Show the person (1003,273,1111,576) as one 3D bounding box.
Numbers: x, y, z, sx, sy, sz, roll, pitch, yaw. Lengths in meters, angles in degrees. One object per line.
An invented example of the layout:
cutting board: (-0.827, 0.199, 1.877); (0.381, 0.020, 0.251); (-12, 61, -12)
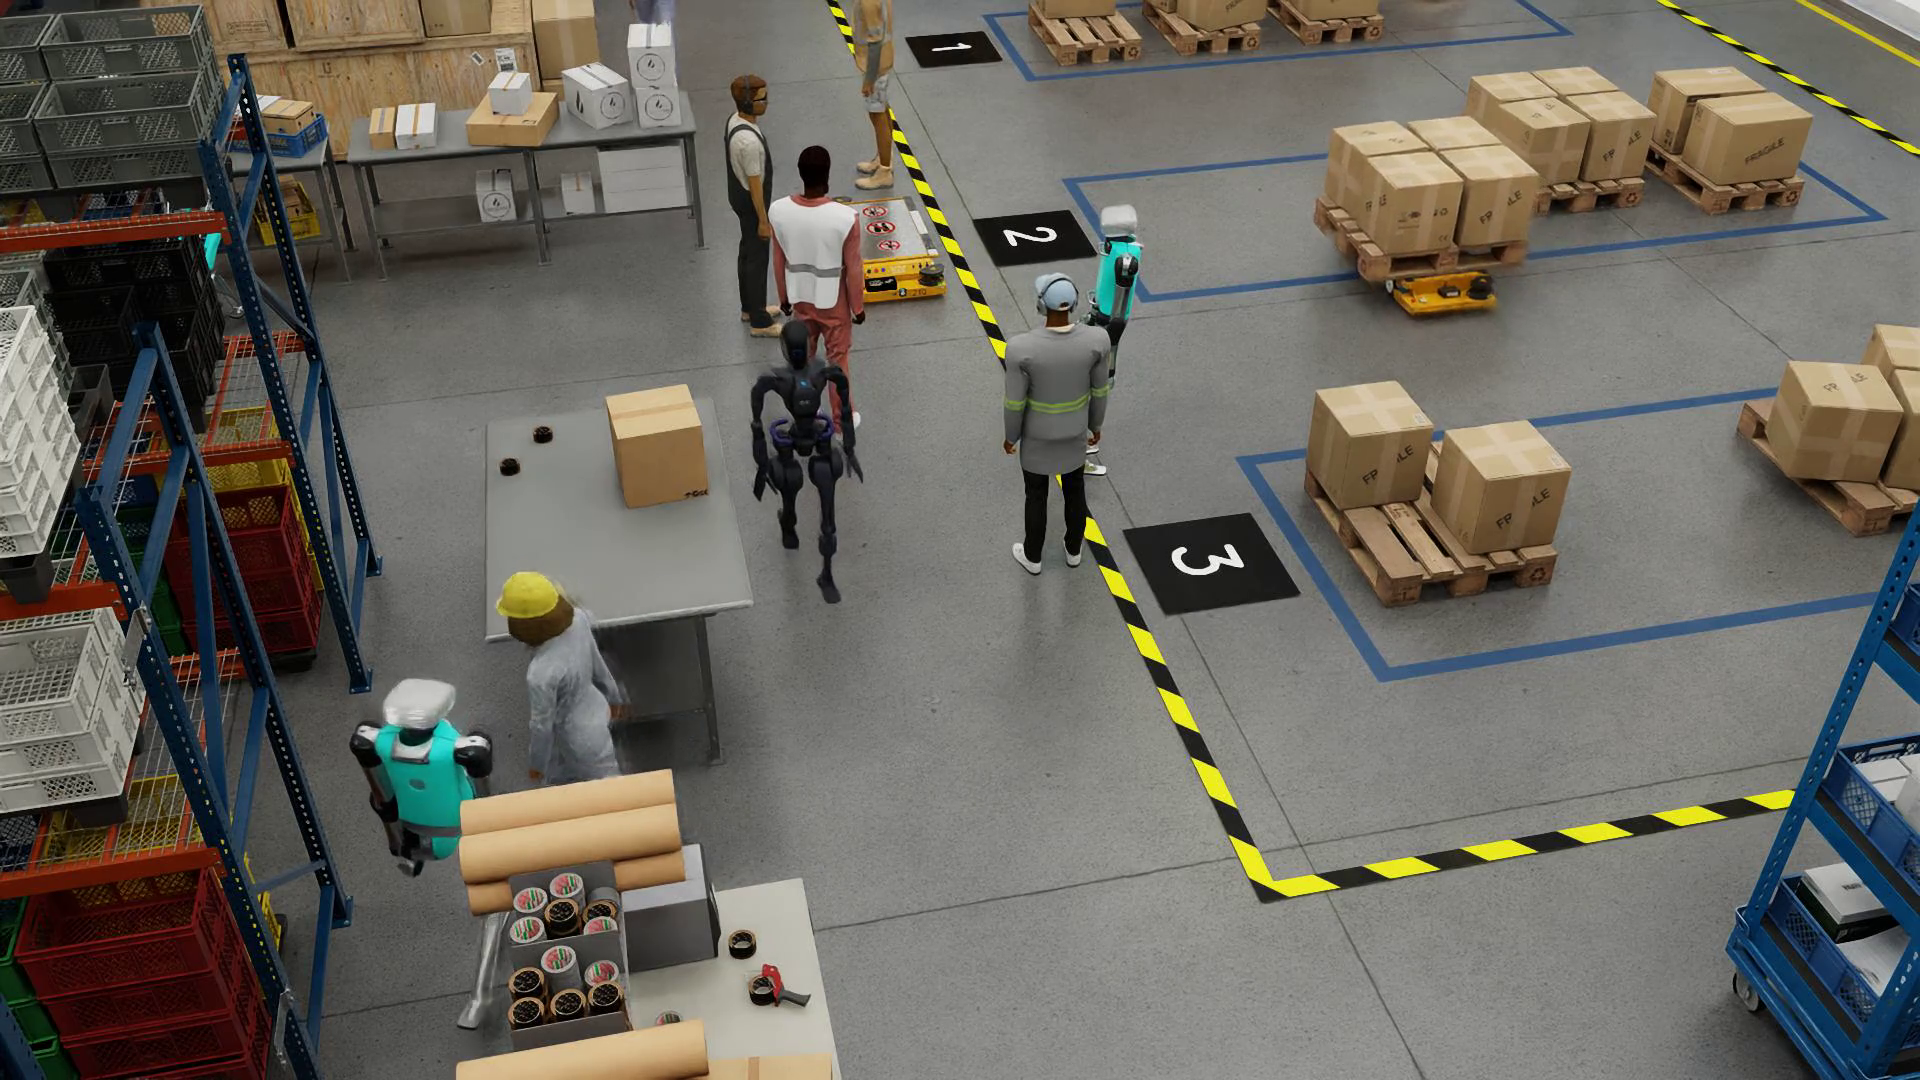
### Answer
person: (0.510, -0.625, 9.067); (0.590, 1.852, 0.372); (-9, 38, -11)

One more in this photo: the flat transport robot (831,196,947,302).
flat transport robot: (-0.570, -2.220, 12.538); (0.659, 0.231, 1.431); (-8, 37, -10)

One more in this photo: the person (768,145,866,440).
person: (-0.865, -1.478, 10.172); (0.579, 1.911, 0.392); (13, 39, 17)

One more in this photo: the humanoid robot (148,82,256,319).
humanoid robot: (-5.201, -2.229, 11.207); (0.533, 1.677, 0.735); (3, 37, 3)

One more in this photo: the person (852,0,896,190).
person: (-0.711, -3.765, 13.136); (0.400, 2.035, 0.607); (2, 37, 3)

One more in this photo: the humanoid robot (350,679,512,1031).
humanoid robot: (-2.014, 1.141, 6.779); (0.549, 1.729, 1.014); (3, 37, 4)

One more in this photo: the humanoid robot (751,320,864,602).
humanoid robot: (-0.848, -0.492, 9.061); (0.609, 1.635, 0.717); (-10, 38, -14)

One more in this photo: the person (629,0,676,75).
person: (-2.770, -4.988, 15.034); (0.519, 1.716, 0.922); (-5, 37, -7)

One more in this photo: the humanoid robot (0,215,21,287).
humanoid robot: (-6.368, -1.894, 10.969); (0.706, 1.916, 0.550); (14, 39, 18)

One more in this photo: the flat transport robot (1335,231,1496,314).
flat transport robot: (3.366, -2.128, 12.391); (0.652, 0.197, 1.431); (-8, 37, -10)

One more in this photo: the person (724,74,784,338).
person: (-1.389, -2.251, 11.257); (0.330, 1.844, 0.512); (-12, 38, -15)

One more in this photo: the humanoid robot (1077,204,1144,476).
humanoid robot: (0.669, -1.157, 9.766); (0.735, 1.677, 0.533); (-1, 37, -2)

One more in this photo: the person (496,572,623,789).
person: (-1.748, 0.820, 7.257); (0.914, 1.689, 0.497); (4, 37, 5)
